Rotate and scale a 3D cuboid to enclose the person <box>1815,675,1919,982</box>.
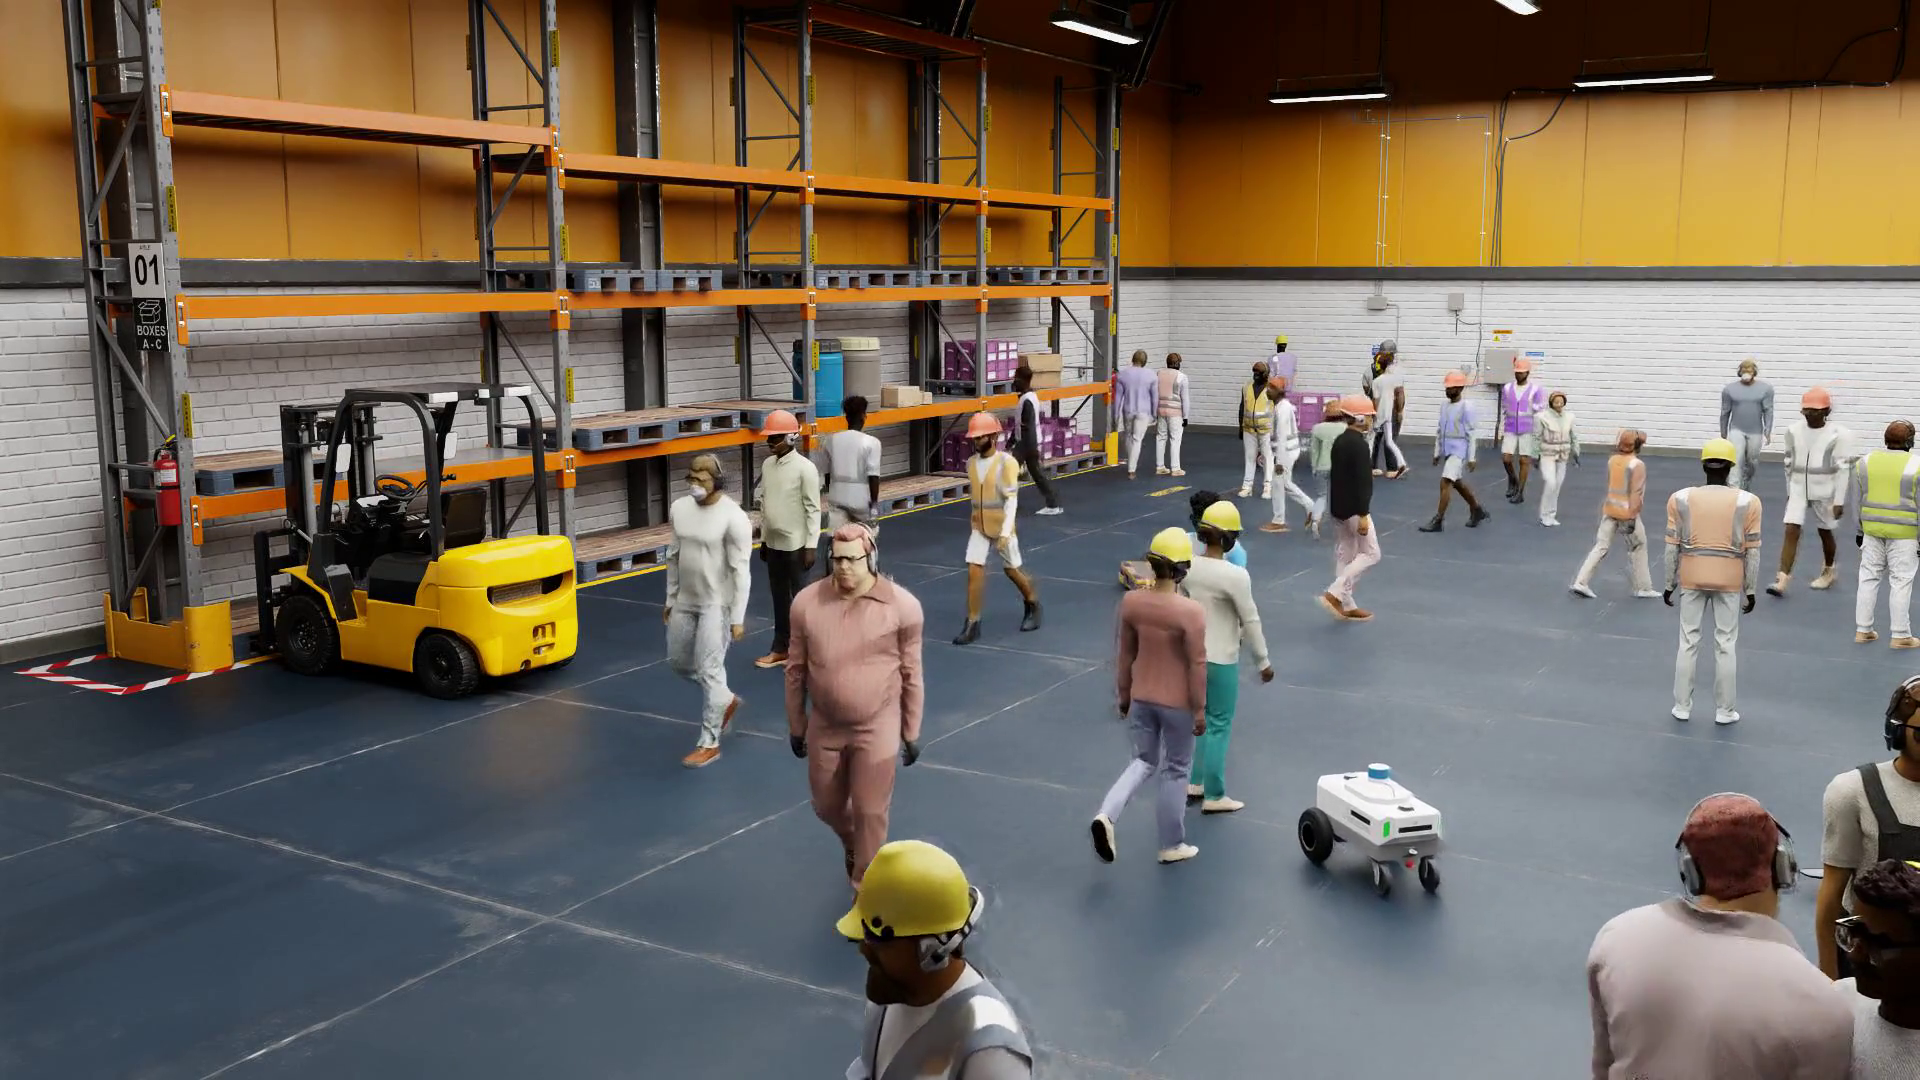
[{"bbox_3d":[2.809,1.301,4.969,0.506,1.846,0.346,0,9,-3],"label":"person"}]

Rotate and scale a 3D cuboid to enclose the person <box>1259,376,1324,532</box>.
[{"bbox_3d":[3.850,-0.976,19.202,0.721,1.839,0.651,1,9,6],"label":"person"}]

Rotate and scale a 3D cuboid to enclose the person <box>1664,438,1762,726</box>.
[{"bbox_3d":[5.014,0.280,11.116,0.585,1.918,0.379,5,10,28],"label":"person"}]

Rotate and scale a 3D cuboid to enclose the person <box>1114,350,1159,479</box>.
[{"bbox_3d":[2.616,-1.861,24.608,0.635,1.866,1.079,3,10,17],"label":"person"}]

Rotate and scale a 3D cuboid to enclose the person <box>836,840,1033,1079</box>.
[{"bbox_3d":[-0.163,1.535,3.615,0.778,1.801,0.629,-3,10,-21],"label":"person"}]

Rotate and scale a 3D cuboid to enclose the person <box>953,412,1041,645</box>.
[{"bbox_3d":[0.319,-0.120,13.722,0.557,1.900,0.969,6,11,34],"label":"person"}]

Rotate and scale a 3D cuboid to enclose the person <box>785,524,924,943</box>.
[{"bbox_3d":[-0.483,0.838,7.754,0.650,1.885,0.776,2,9,10],"label":"person"}]

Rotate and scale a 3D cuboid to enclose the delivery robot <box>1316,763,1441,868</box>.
[{"bbox_3d":[2.083,1.362,8.307,0.477,0.478,0.707,-3,9,-17],"label":"delivery robot"}]

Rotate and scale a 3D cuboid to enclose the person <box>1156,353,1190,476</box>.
[{"bbox_3d":[3.161,-1.871,24.822,0.619,1.836,0.431,8,12,40],"label":"person"}]

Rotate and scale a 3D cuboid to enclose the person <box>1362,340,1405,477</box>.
[{"bbox_3d":[6.340,-1.954,24.671,0.537,2.000,0.685,-7,11,-37],"label":"person"}]

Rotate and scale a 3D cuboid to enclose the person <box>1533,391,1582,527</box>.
[{"bbox_3d":[7.094,-0.960,19.774,0.525,1.620,0.474,-2,9,-14],"label":"person"}]

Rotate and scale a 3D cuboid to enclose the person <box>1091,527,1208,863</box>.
[{"bbox_3d":[0.973,0.811,8.336,0.619,1.746,0.530,-9,13,-44],"label":"person"}]

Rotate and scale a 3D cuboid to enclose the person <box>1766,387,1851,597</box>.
[{"bbox_3d":[7.984,-0.452,15.535,1.158,1.967,0.624,-8,12,-41],"label":"person"}]

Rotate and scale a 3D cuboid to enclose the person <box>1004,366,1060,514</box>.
[{"bbox_3d":[0.801,-1.213,20.633,0.970,1.870,0.599,1,9,5],"label":"person"}]

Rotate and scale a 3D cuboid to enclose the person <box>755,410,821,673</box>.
[{"bbox_3d":[-1.312,0.014,12.532,0.623,1.992,0.396,9,13,44],"label":"person"}]

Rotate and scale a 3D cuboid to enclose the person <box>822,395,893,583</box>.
[{"bbox_3d":[-0.958,-0.366,15.175,0.626,1.905,1.044,4,10,22],"label":"person"}]

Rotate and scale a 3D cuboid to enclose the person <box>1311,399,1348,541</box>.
[{"bbox_3d":[4.151,-0.768,18.621,0.508,1.608,0.681,4,10,25],"label":"person"}]

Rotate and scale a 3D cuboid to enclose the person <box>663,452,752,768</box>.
[{"bbox_3d":[-1.551,0.407,10.284,0.677,1.925,0.641,7,11,36],"label":"person"}]

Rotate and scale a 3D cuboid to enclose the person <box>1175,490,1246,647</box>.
[{"bbox_3d":[1.529,0.514,10.432,0.574,1.674,0.553,-8,12,-41],"label":"person"}]

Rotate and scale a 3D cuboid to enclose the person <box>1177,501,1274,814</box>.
[{"bbox_3d":[1.448,0.658,9.254,0.396,1.761,0.544,-6,11,-31],"label":"person"}]

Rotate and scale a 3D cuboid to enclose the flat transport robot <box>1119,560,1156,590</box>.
[{"bbox_3d":[1.906,0.394,15.524,0.652,0.197,1.431,0,9,-3],"label":"flat transport robot"}]

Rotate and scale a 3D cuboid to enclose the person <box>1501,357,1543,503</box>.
[{"bbox_3d":[7.346,-1.438,21.812,0.543,1.925,0.464,6,11,35],"label":"person"}]

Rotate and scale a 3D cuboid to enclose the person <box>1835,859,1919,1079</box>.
[{"bbox_3d":[1.857,1.544,3.371,0.325,1.871,0.521,-3,10,-17],"label":"person"}]

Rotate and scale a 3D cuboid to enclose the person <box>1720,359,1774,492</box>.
[{"bbox_3d":[10.275,-1.418,21.765,0.630,1.910,0.886,4,10,21],"label":"person"}]

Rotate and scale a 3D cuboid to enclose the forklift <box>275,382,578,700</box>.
[{"bbox_3d":[-3.974,-0.067,12.417,2.313,2.155,1.214,5,11,30],"label":"forklift"}]

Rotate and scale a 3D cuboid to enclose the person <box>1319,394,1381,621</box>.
[{"bbox_3d":[3.370,-0.260,14.262,0.441,1.983,0.639,-2,9,-9],"label":"person"}]

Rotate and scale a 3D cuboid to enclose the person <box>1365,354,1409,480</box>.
[{"bbox_3d":[6.201,-1.802,24.357,0.533,1.840,0.875,-5,11,-30],"label":"person"}]

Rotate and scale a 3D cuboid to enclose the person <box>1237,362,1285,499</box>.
[{"bbox_3d":[4.013,-1.470,22.291,0.619,1.839,0.430,6,11,32],"label":"person"}]

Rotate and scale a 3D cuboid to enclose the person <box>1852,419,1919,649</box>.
[{"bbox_3d":[7.520,-0.050,13.405,0.429,1.846,0.626,-6,11,-33],"label":"person"}]

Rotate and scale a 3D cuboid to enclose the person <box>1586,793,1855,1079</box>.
[{"bbox_3d":[1.622,1.498,3.669,0.520,1.867,0.666,-6,11,-32],"label":"person"}]

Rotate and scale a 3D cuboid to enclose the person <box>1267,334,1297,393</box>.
[{"bbox_3d":[5.718,-2.693,29.638,0.589,1.927,0.386,-3,10,-19],"label":"person"}]

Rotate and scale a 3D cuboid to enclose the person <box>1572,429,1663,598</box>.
[{"bbox_3d":[6.081,-0.237,15.380,0.860,1.593,0.526,-3,10,-17],"label":"person"}]

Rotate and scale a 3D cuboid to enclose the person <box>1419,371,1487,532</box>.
[{"bbox_3d":[5.844,-1.037,19.453,0.975,1.897,0.563,-3,10,-20],"label":"person"}]
